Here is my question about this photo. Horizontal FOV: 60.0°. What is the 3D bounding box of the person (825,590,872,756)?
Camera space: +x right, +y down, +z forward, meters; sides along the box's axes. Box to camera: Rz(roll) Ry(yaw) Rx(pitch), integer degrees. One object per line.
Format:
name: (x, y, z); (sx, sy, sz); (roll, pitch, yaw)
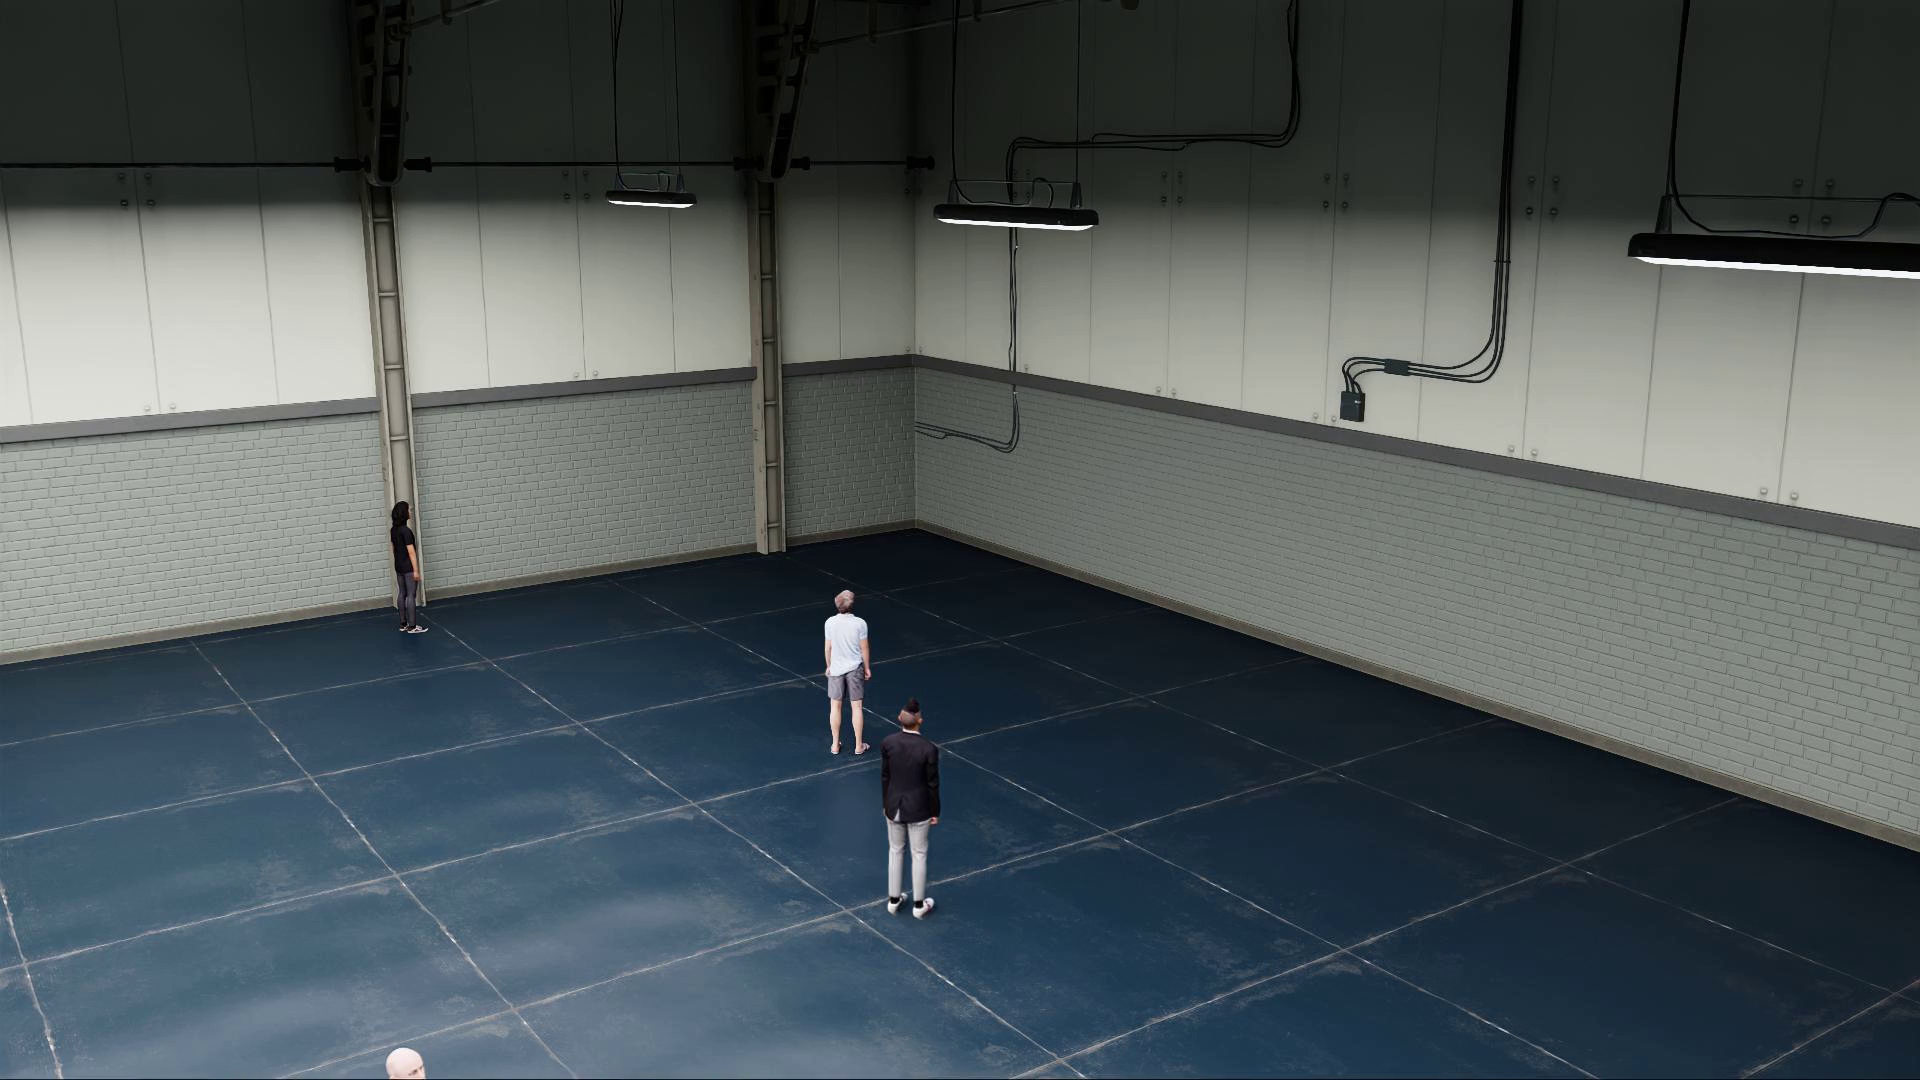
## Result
person: (-1.247, 1.440, 18.200); (0.723, 1.831, 0.798); (2, 13, 7)

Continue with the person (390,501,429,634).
person: (-7.625, 0.359, 22.857); (0.682, 1.836, 0.620); (11, 17, 40)

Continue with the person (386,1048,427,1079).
person: (-2.951, 3.573, 8.975); (0.829, 1.836, 0.730); (4, 14, 18)

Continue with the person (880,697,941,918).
person: (-0.449, 2.276, 14.322); (0.780, 1.951, 0.809); (4, 14, 17)
